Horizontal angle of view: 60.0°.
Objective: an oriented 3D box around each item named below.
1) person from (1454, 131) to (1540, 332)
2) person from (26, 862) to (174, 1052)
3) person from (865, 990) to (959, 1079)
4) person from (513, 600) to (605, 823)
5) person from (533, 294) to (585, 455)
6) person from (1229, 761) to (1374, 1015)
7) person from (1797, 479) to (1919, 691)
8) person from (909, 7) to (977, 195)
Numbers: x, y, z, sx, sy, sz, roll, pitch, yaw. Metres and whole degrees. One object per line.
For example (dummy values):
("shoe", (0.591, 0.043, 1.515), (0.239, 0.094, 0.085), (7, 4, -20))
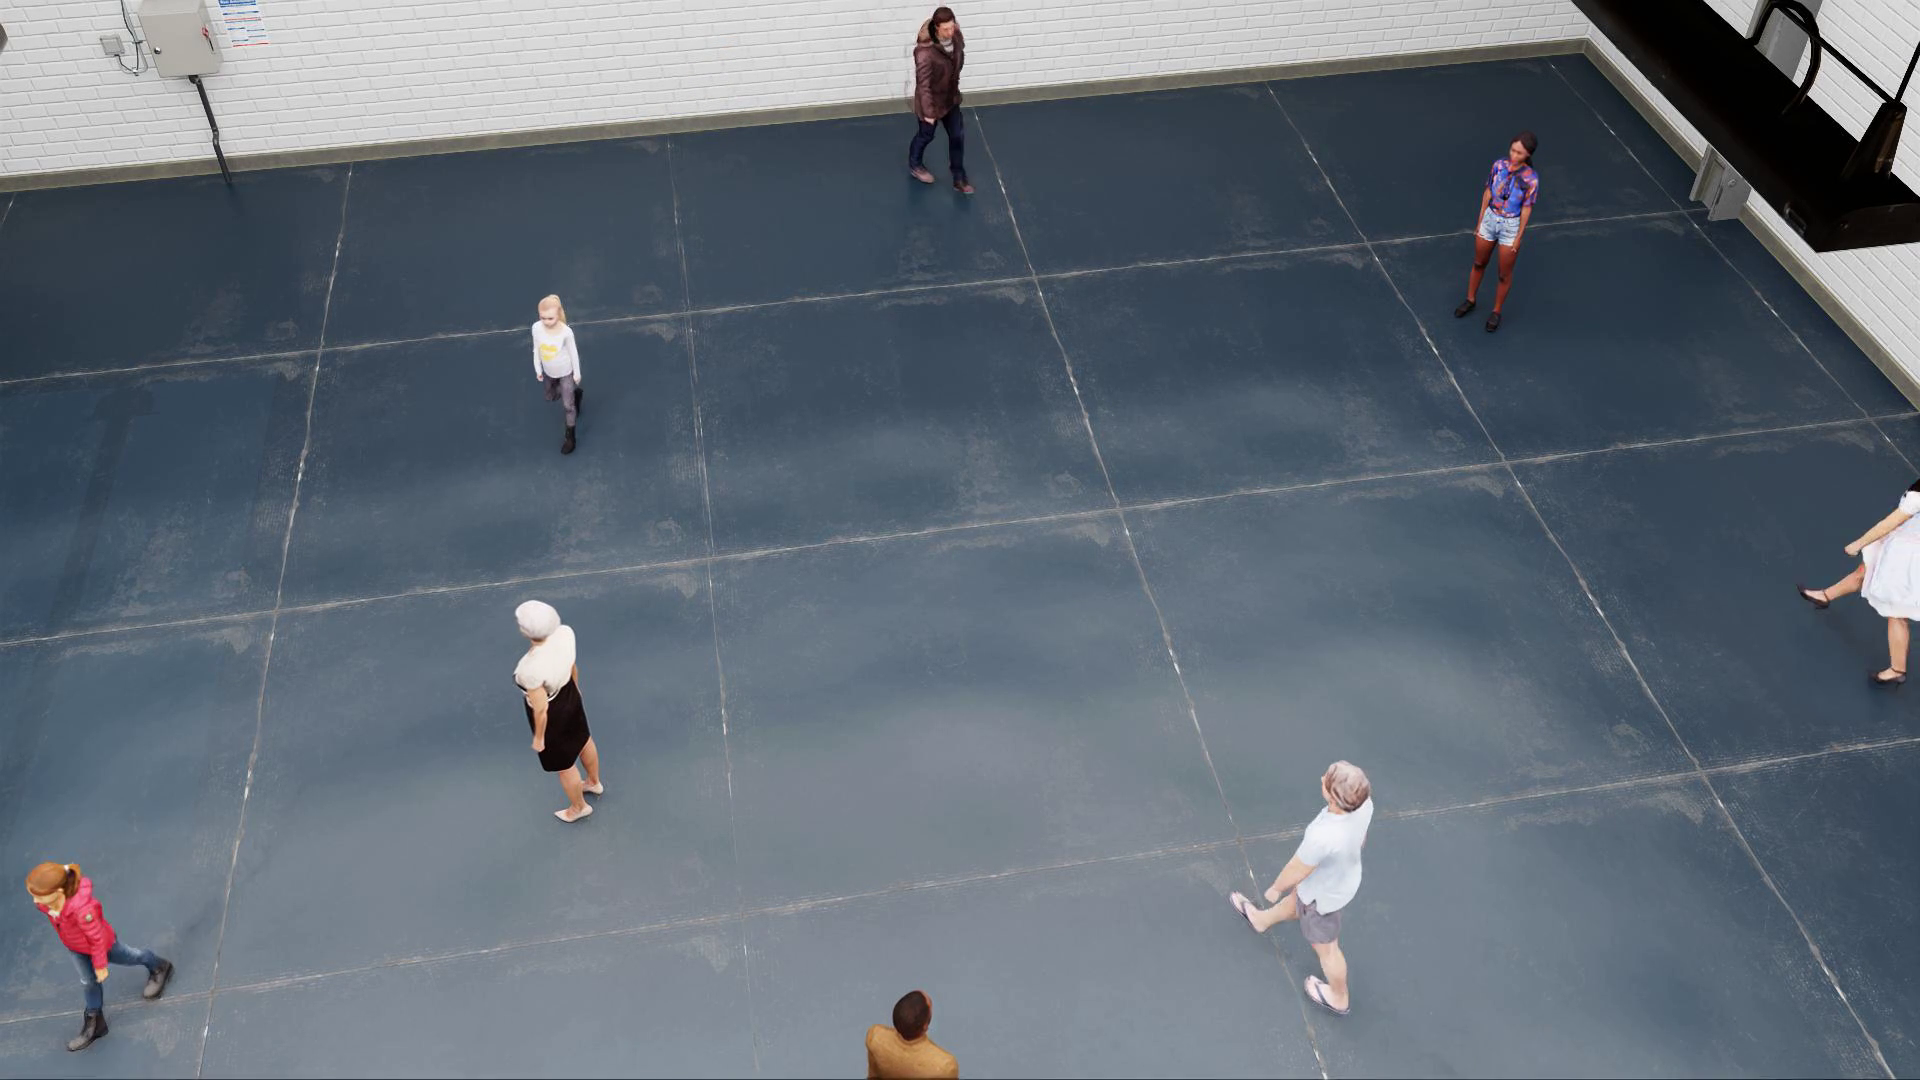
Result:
("person", (4.328, -2.482, 13.279), (0.646, 1.741, 0.729), (32, 52, 29))
("person", (-4.533, 2.084, 8.815), (0.799, 1.286, 0.957), (15, 46, 15))
("person", (-0.232, 2.669, 7.817), (0.705, 1.817, 0.721), (15, 46, 15))
("person", (-2.315, 1.003, 9.611), (0.777, 1.755, 0.648), (14, 45, 14))
("person", (-2.970, -1.295, 12.376), (0.685, 1.268, 0.851), (10, 45, 10))
("person", (1.981, 1.862, 8.683), (1.225, 1.791, 1.105), (32, 52, 29))
("person", (5.968, 0.210, 10.441), (0.911, 1.757, 1.279), (-20, 47, -20))
("person", (-0.249, -3.953, 14.785), (1.184, 1.794, 1.073), (31, 51, 28))
